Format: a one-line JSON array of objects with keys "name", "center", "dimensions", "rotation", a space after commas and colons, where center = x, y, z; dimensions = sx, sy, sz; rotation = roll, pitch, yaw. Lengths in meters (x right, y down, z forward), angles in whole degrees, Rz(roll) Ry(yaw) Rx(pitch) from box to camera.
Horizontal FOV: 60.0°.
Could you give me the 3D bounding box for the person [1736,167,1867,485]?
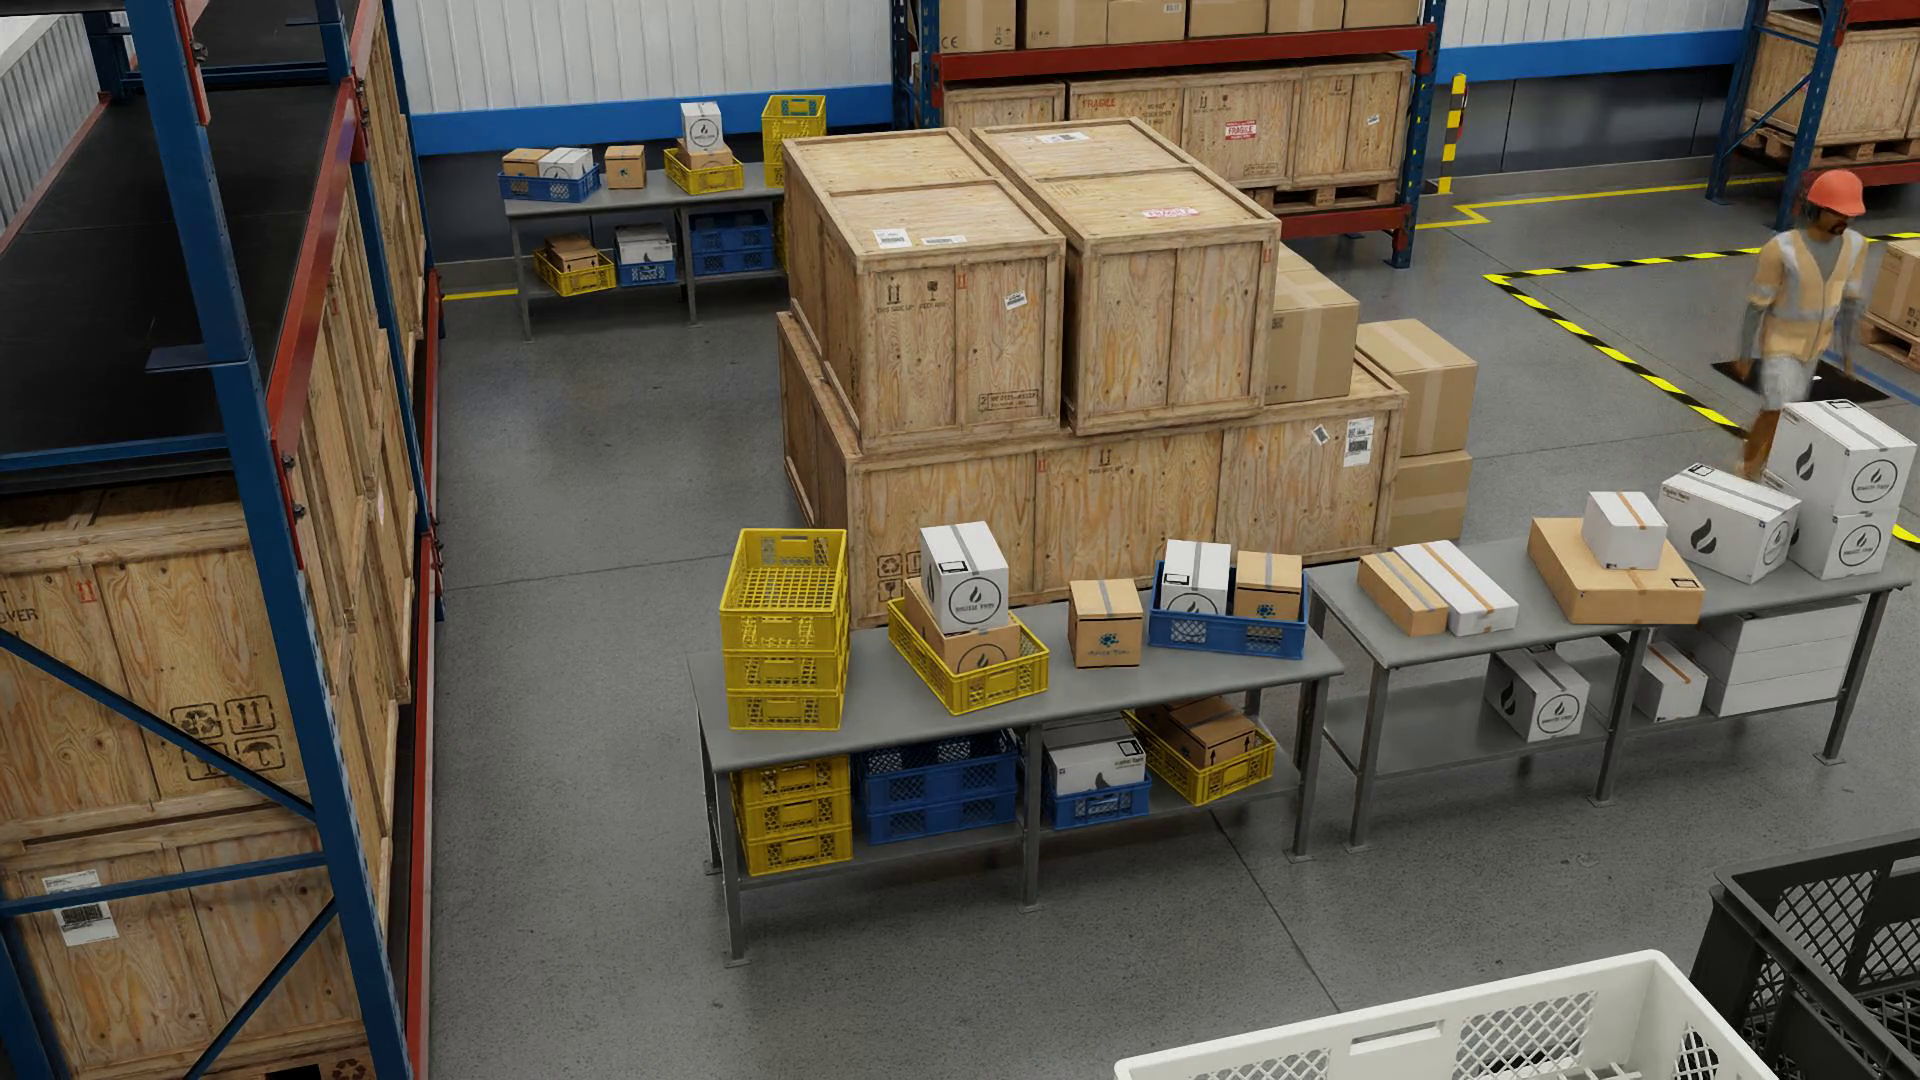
[{"name": "person", "center": [4.659, -1.074, 9.242], "dimensions": [0.614, 2.041, 0.424], "rotation": [-8, 30, -14]}]
